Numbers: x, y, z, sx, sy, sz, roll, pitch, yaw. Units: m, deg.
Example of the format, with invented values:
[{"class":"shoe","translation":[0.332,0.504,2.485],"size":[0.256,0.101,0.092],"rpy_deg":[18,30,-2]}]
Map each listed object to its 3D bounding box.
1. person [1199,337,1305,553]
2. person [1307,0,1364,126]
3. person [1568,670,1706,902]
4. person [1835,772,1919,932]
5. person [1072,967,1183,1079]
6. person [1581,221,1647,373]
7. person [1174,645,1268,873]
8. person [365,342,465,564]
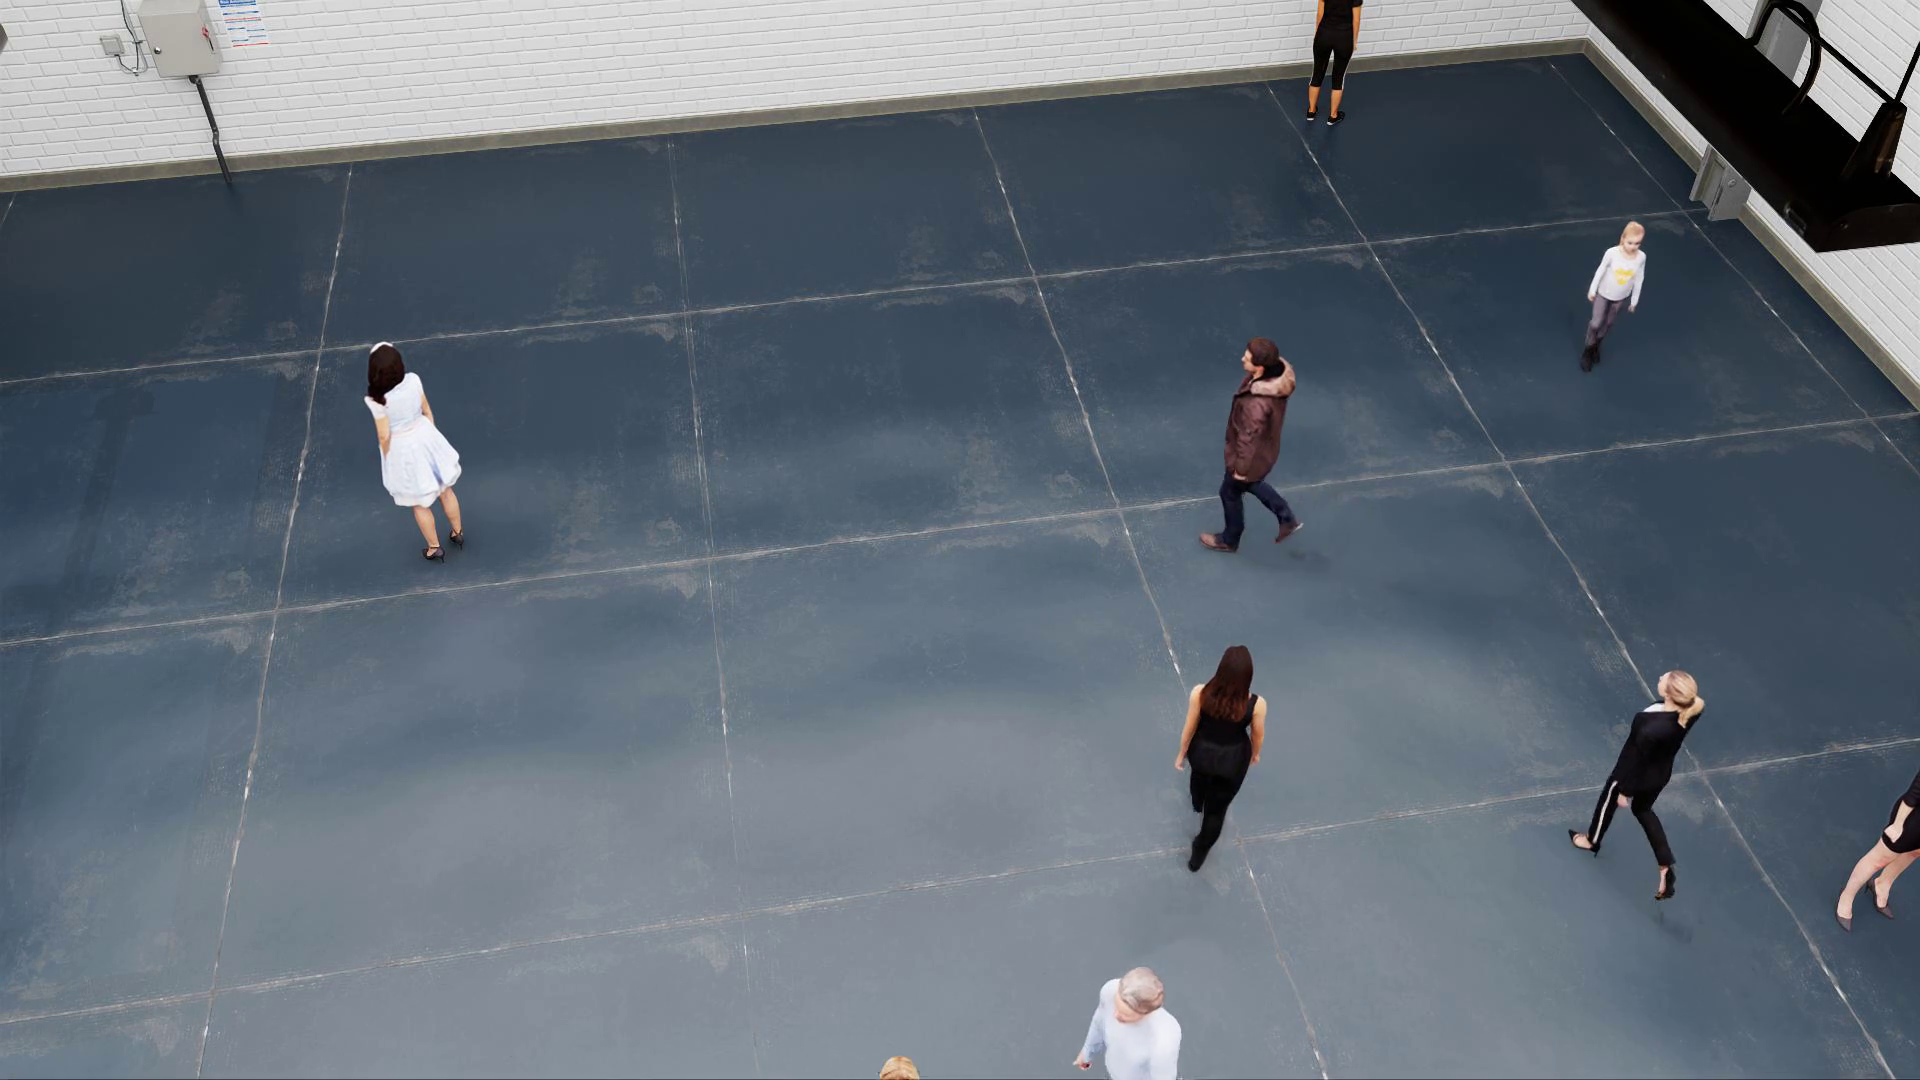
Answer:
[{"class":"person","translation":[2.056,-0.598,11.238],"size":[1.076,1.828,1.048],"rpy_deg":[16,46,16]},{"class":"person","translation":[3.538,-4.739,15.700],"size":[0.667,1.669,0.703],"rpy_deg":[20,47,19]},{"class":"person","translation":[3.867,1.372,9.272],"size":[0.793,1.688,1.044],"rpy_deg":[-20,47,-20]},{"class":"person","translation":[5.249,1.507,9.047],"size":[0.619,1.804,0.509],"rpy_deg":[-11,45,-11]},{"class":"person","translation":[0.916,2.533,7.946],"size":[1.037,1.835,1.270],"rpy_deg":[-21,48,-21]},{"class":"person","translation":[5.127,-1.976,13.089],"size":[0.588,1.269,0.655],"rpy_deg":[4,44,4]},{"class":"person","translation":[1.440,1.287,9.377],"size":[0.858,1.666,1.019],"rpy_deg":[11,45,12]},{"class":"person","translation":[-3.676,-0.576,11.222],"size":[0.850,1.818,0.898],"rpy_deg":[-34,53,-30]}]
